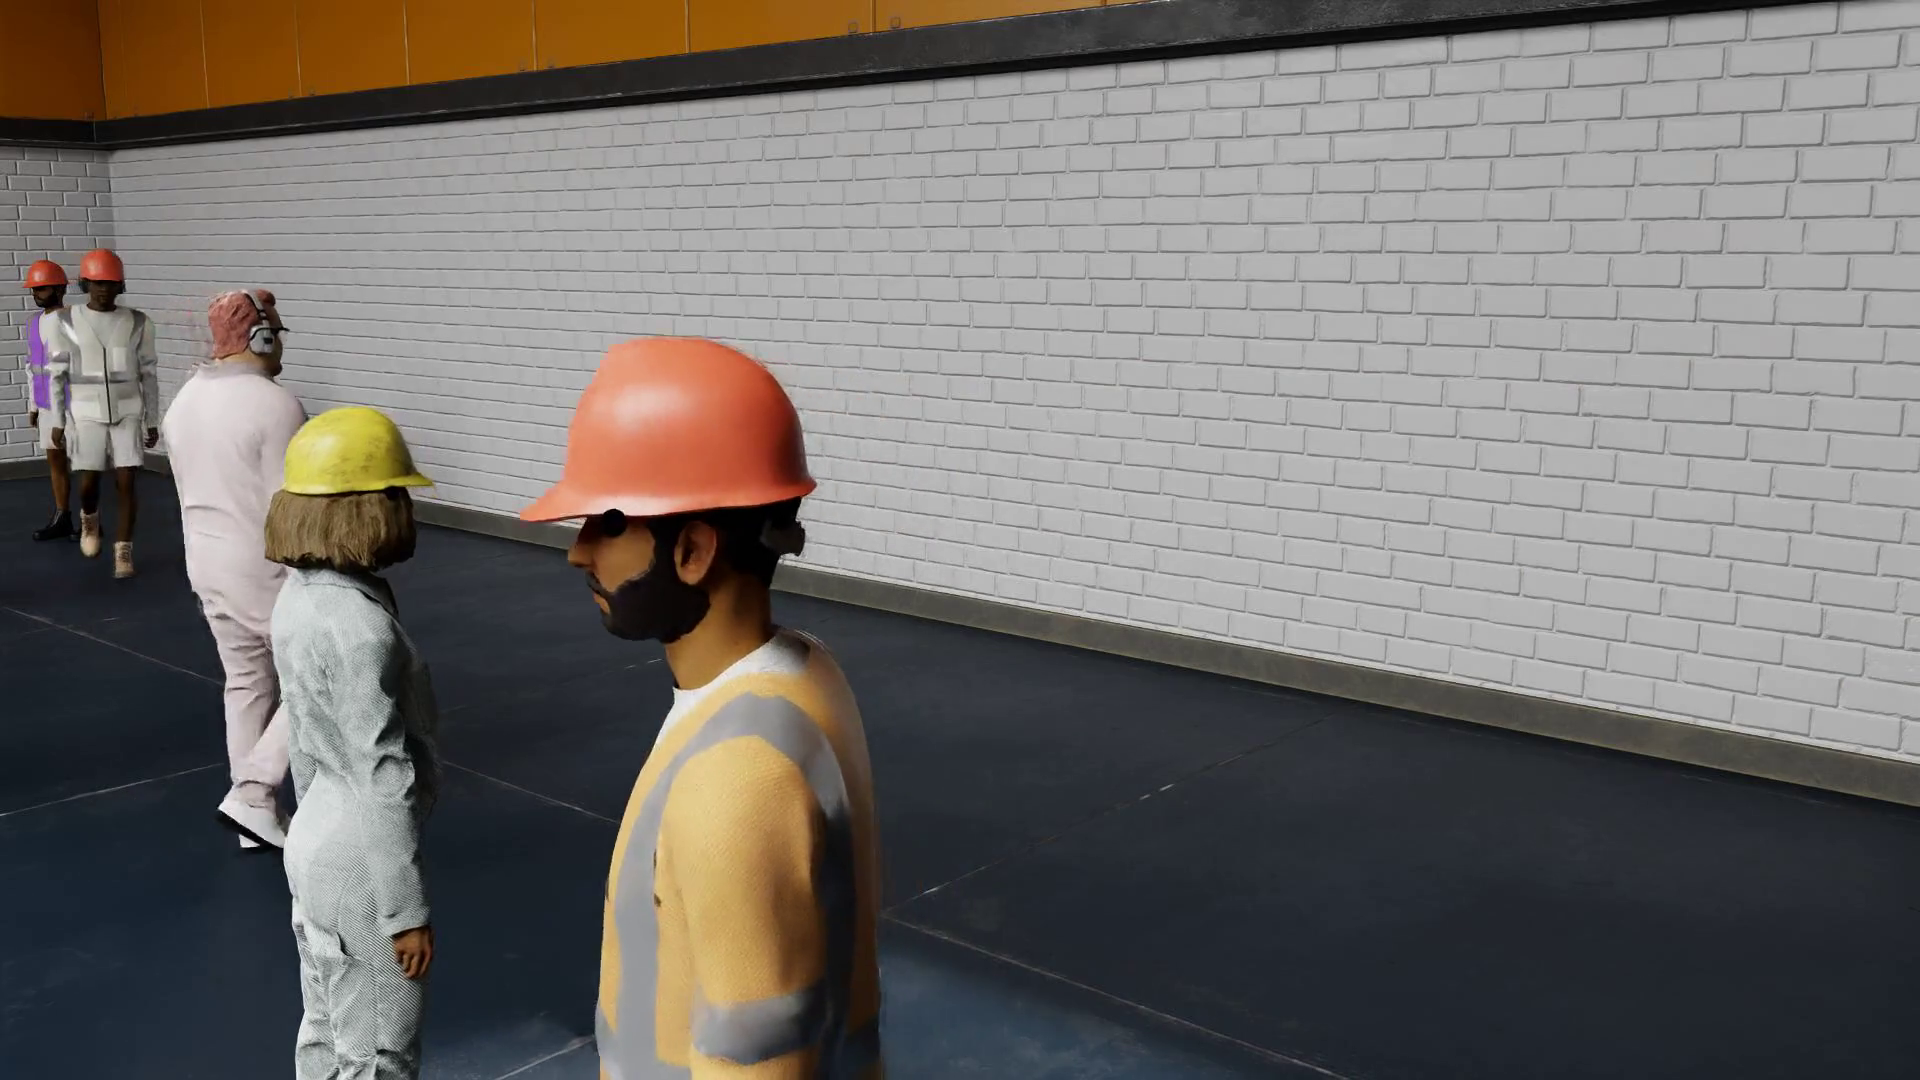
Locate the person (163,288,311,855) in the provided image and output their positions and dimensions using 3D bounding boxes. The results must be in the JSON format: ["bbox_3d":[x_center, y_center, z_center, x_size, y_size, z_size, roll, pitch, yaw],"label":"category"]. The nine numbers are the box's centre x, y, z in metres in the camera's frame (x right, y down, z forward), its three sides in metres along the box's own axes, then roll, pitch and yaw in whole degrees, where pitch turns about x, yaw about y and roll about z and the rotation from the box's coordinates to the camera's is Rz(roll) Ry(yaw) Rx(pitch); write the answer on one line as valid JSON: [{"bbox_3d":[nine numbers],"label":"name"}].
[{"bbox_3d":[-2.293,0.125,5.486,0.677,1.890,0.430,7,12,33],"label":"person"}]

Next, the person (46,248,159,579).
[{"bbox_3d":[-5.288,-0.783,10.295,0.636,2.024,0.625,-6,12,-32],"label":"person"}]

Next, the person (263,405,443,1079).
[{"bbox_3d":[-1.087,0.622,3.086,0.297,1.744,0.484,-7,12,-36],"label":"person"}]

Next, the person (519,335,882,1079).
[{"bbox_3d":[-0.262,0.740,1.872,0.391,1.934,0.559,0,10,-2],"label":"person"}]

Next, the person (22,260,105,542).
[{"bbox_3d":[-6.212,-0.949,11.479,0.548,1.938,0.358,3,10,16],"label":"person"}]
